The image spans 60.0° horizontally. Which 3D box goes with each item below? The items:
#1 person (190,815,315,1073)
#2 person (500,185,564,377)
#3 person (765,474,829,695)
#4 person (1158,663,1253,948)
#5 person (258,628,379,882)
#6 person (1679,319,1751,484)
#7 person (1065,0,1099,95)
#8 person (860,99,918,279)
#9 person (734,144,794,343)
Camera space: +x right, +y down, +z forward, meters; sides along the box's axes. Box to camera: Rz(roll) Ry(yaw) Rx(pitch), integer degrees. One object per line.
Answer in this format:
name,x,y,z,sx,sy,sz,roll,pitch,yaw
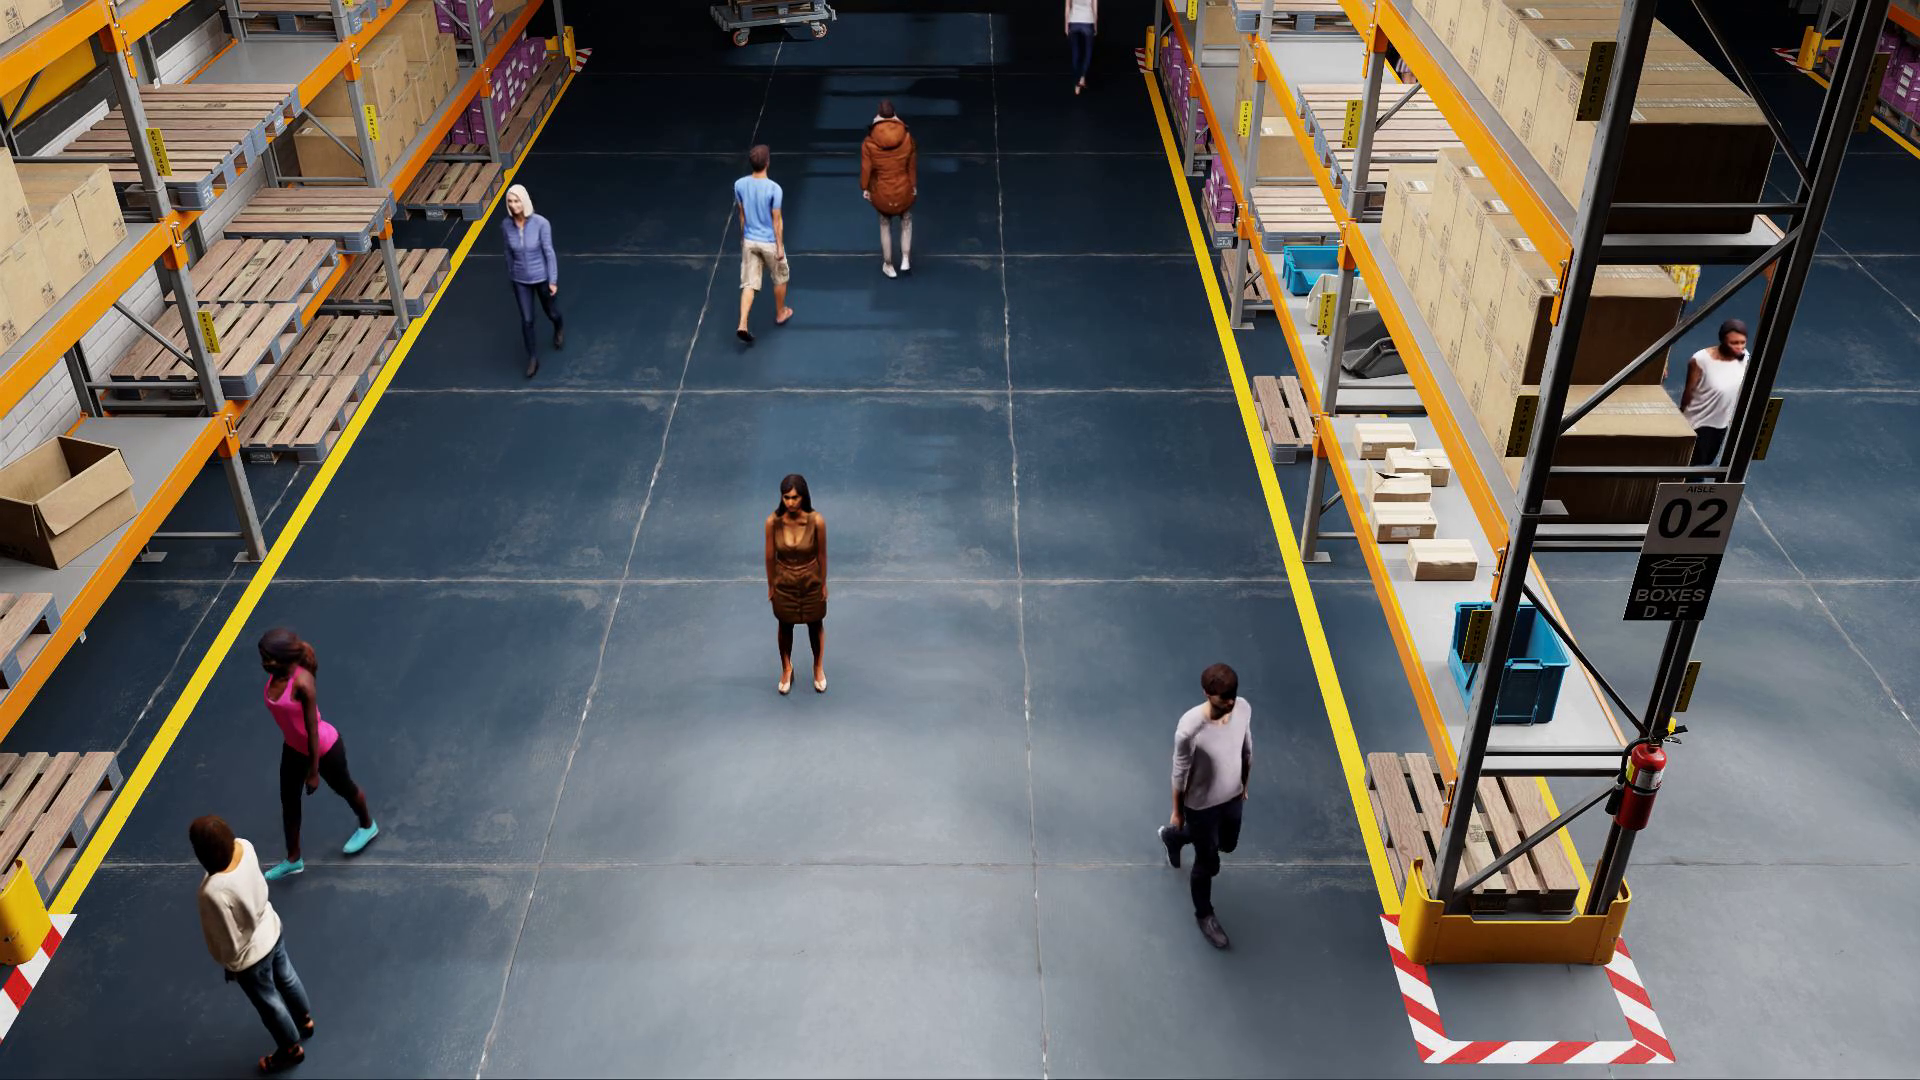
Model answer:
person,-3.601,2.035,8.466,0.676,1.680,0.464,1,34,1
person,-3.853,-2.417,15.128,0.633,1.721,1.024,0,34,0
person,-1.076,0.294,11.076,0.564,1.690,0.513,-2,34,-3
person,1.356,1.391,9.308,0.992,1.821,1.124,-19,38,-27
person,-3.706,1.182,9.738,0.887,1.695,1.033,19,38,26
person,5.851,-0.991,13.029,0.791,1.670,0.992,-8,34,-11
person,1.548,-6.576,21.376,0.620,1.731,0.650,4,34,6
person,-0.668,-3.462,16.603,0.779,1.828,0.748,-6,34,-9
person,-1.886,-2.739,15.507,0.888,1.838,1.243,10,35,14
